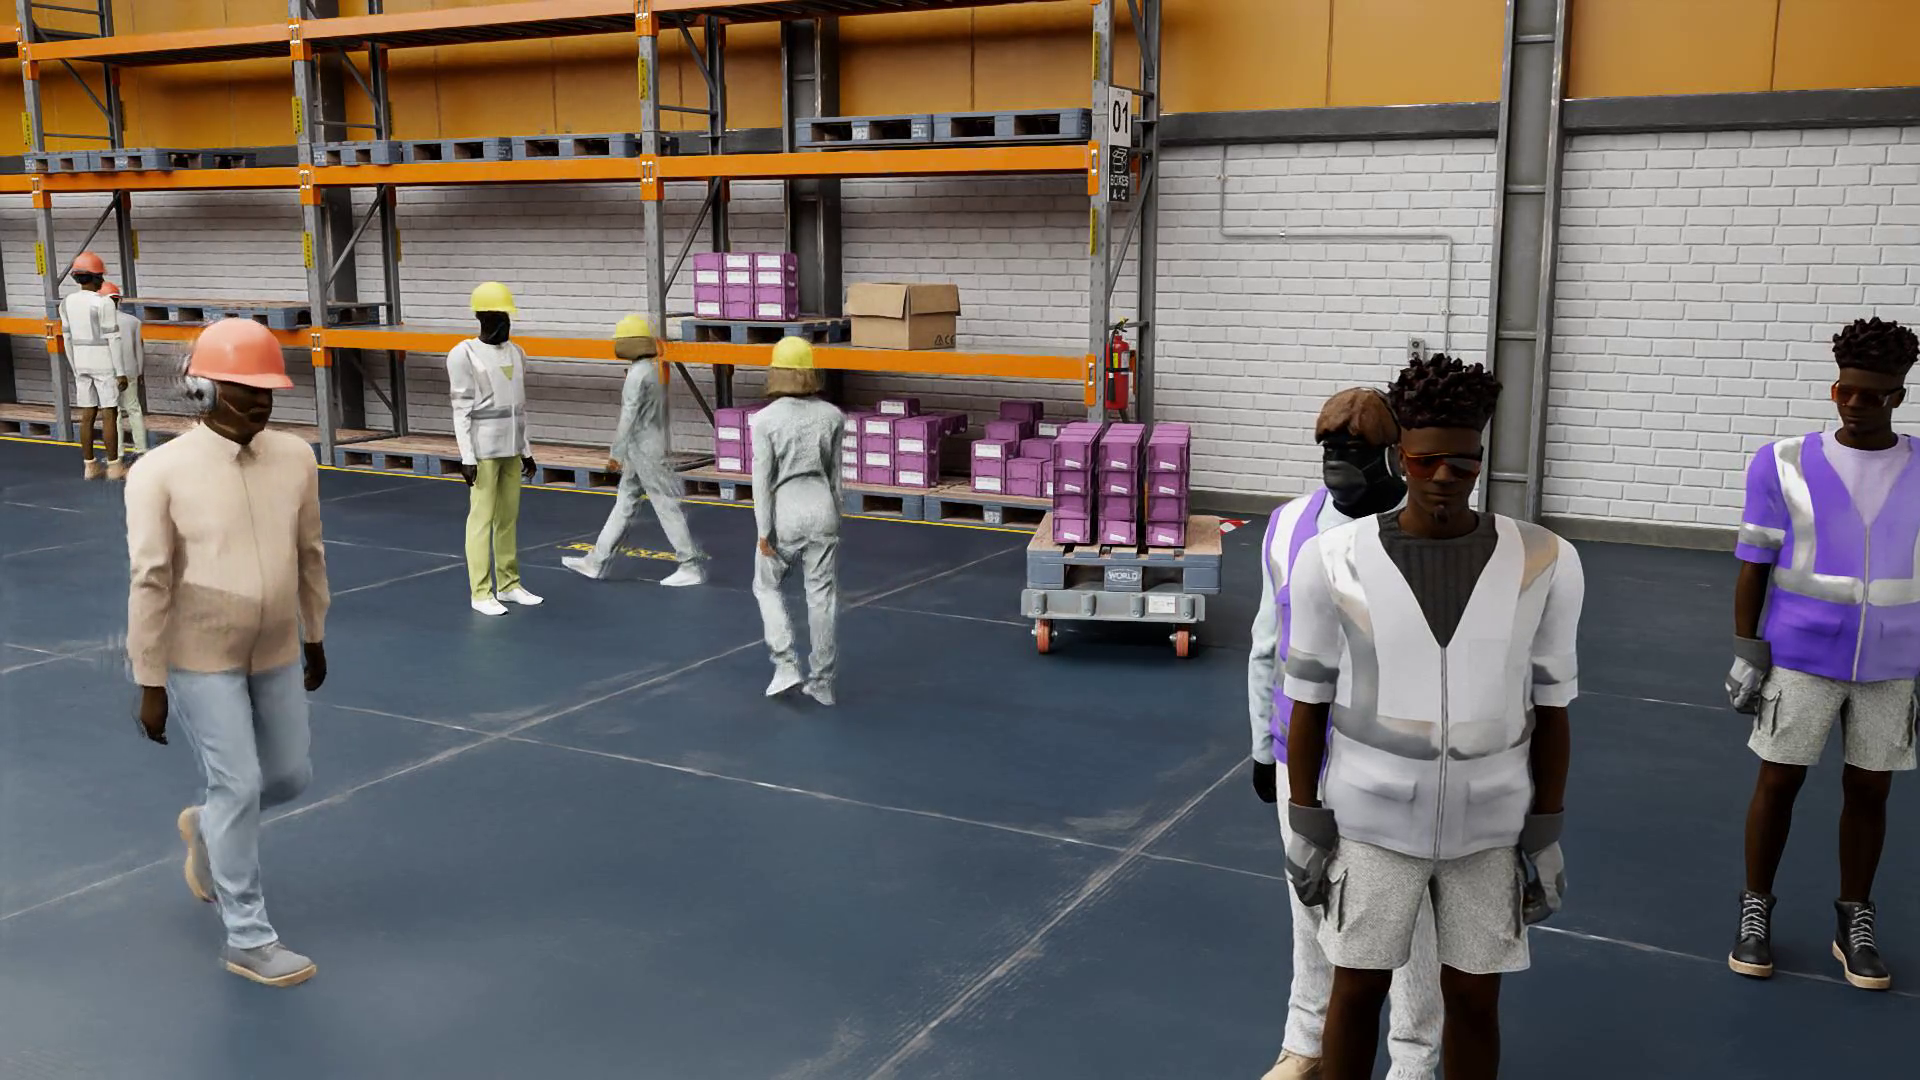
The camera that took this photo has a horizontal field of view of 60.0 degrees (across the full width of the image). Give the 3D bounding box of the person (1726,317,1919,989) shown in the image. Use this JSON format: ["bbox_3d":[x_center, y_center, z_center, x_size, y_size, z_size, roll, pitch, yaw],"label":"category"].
[{"bbox_3d":[2.571,0.340,4.844,0.614,1.951,0.362,3,11,16],"label":"person"}]

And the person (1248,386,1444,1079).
[{"bbox_3d":[0.977,0.540,4.094,0.633,1.839,0.429,9,14,40],"label":"person"}]

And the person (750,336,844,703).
[{"bbox_3d":[-0.756,-0.083,7.803,0.493,1.730,0.415,-5,12,-27],"label":"person"}]

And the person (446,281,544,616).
[{"bbox_3d":[-2.708,-0.537,9.720,0.359,1.930,0.587,5,11,24],"label":"person"}]

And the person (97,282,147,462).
[{"bbox_3d":[-8.232,-1.632,16.207,0.342,1.748,0.573,5,12,27],"label":"person"}]

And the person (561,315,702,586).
[{"bbox_3d":[-2.056,-0.546,10.398,0.899,1.693,0.497,-1,10,-6],"label":"person"}]

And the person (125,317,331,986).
[{"bbox_3d":[-2.213,0.314,4.968,0.726,1.963,0.655,6,12,31],"label":"person"}]

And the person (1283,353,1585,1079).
[{"bbox_3d":[0.980,0.584,3.520,0.599,1.957,0.378,1,10,7],"label":"person"}]

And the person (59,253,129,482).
[{"bbox_3d":[-7.714,-1.538,14.905,0.607,2.043,0.380,4,11,19],"label":"person"}]
